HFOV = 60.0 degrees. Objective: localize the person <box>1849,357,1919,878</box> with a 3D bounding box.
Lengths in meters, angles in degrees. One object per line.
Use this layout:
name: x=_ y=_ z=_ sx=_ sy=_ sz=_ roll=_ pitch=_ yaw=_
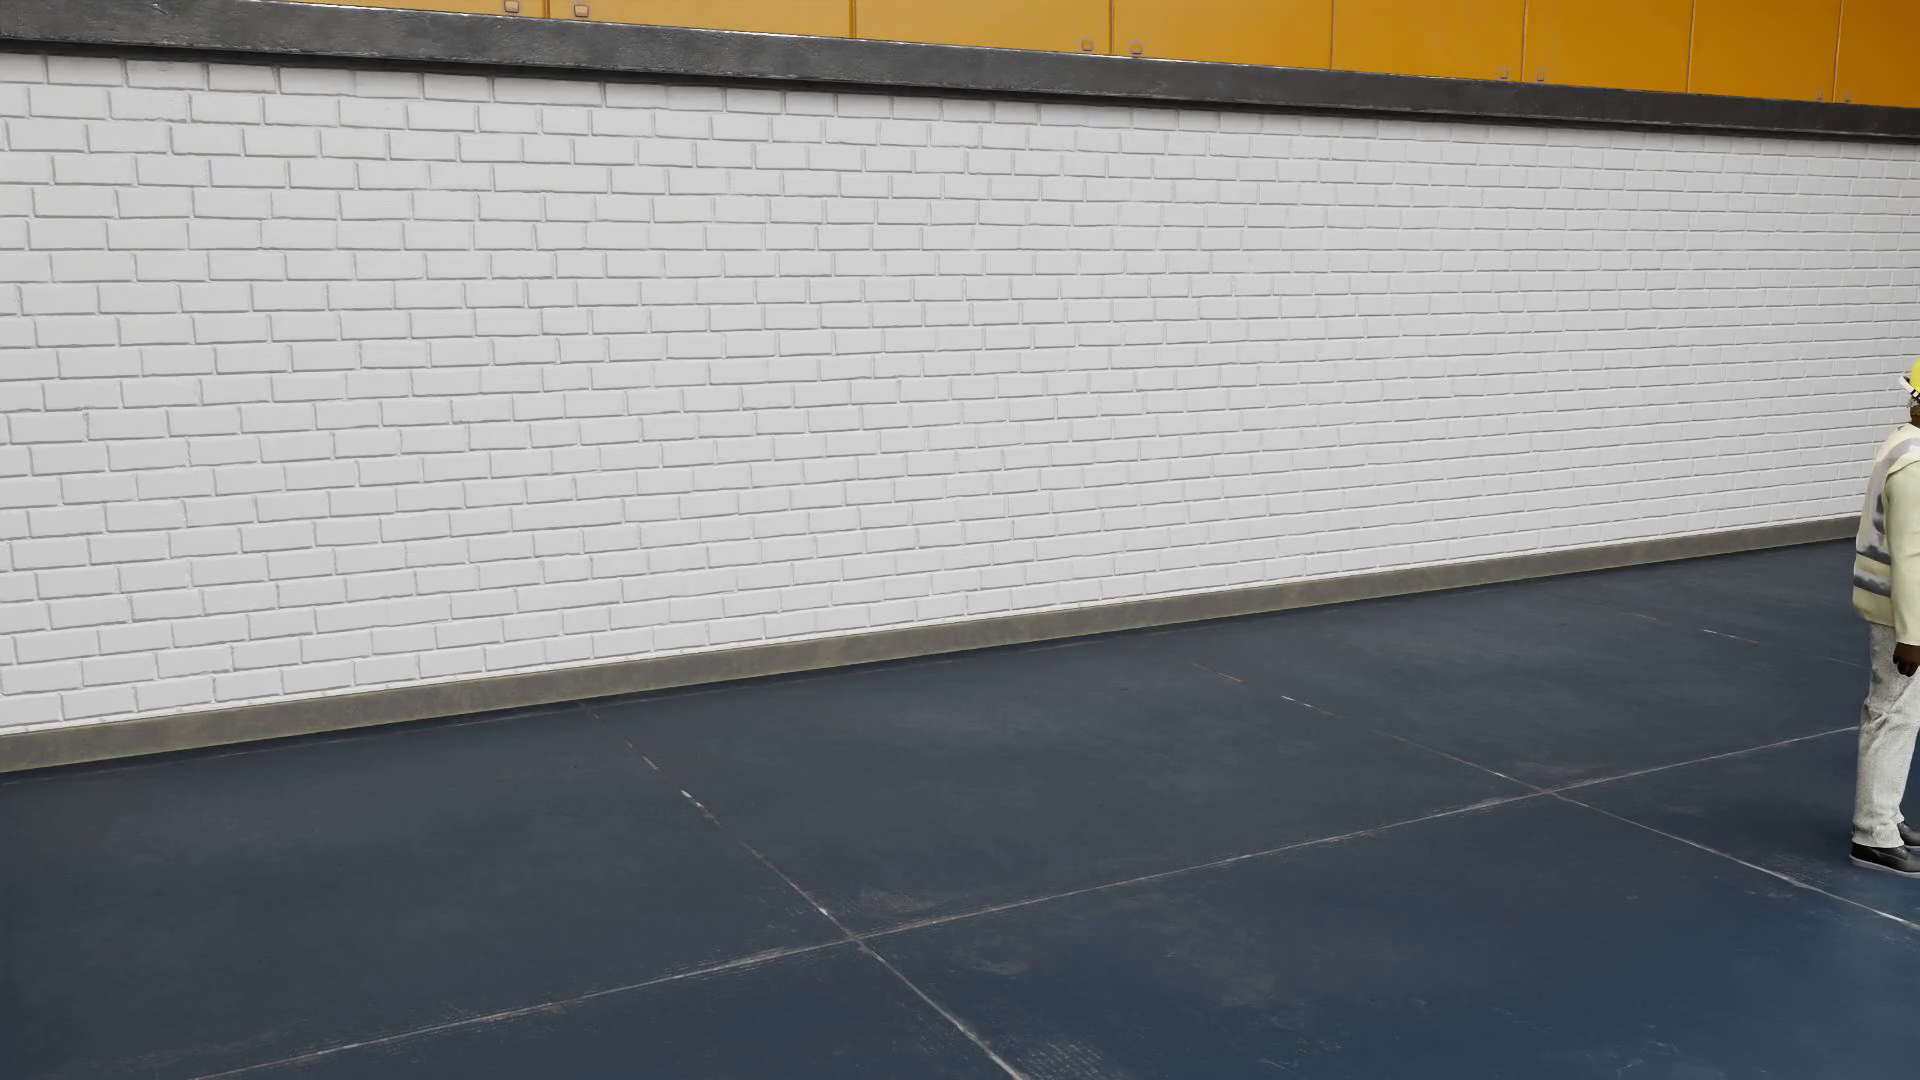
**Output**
person: x=3.284 y=0.238 z=5.709 sx=0.403 sy=1.824 sz=0.593 roll=5 pitch=11 yaw=28
